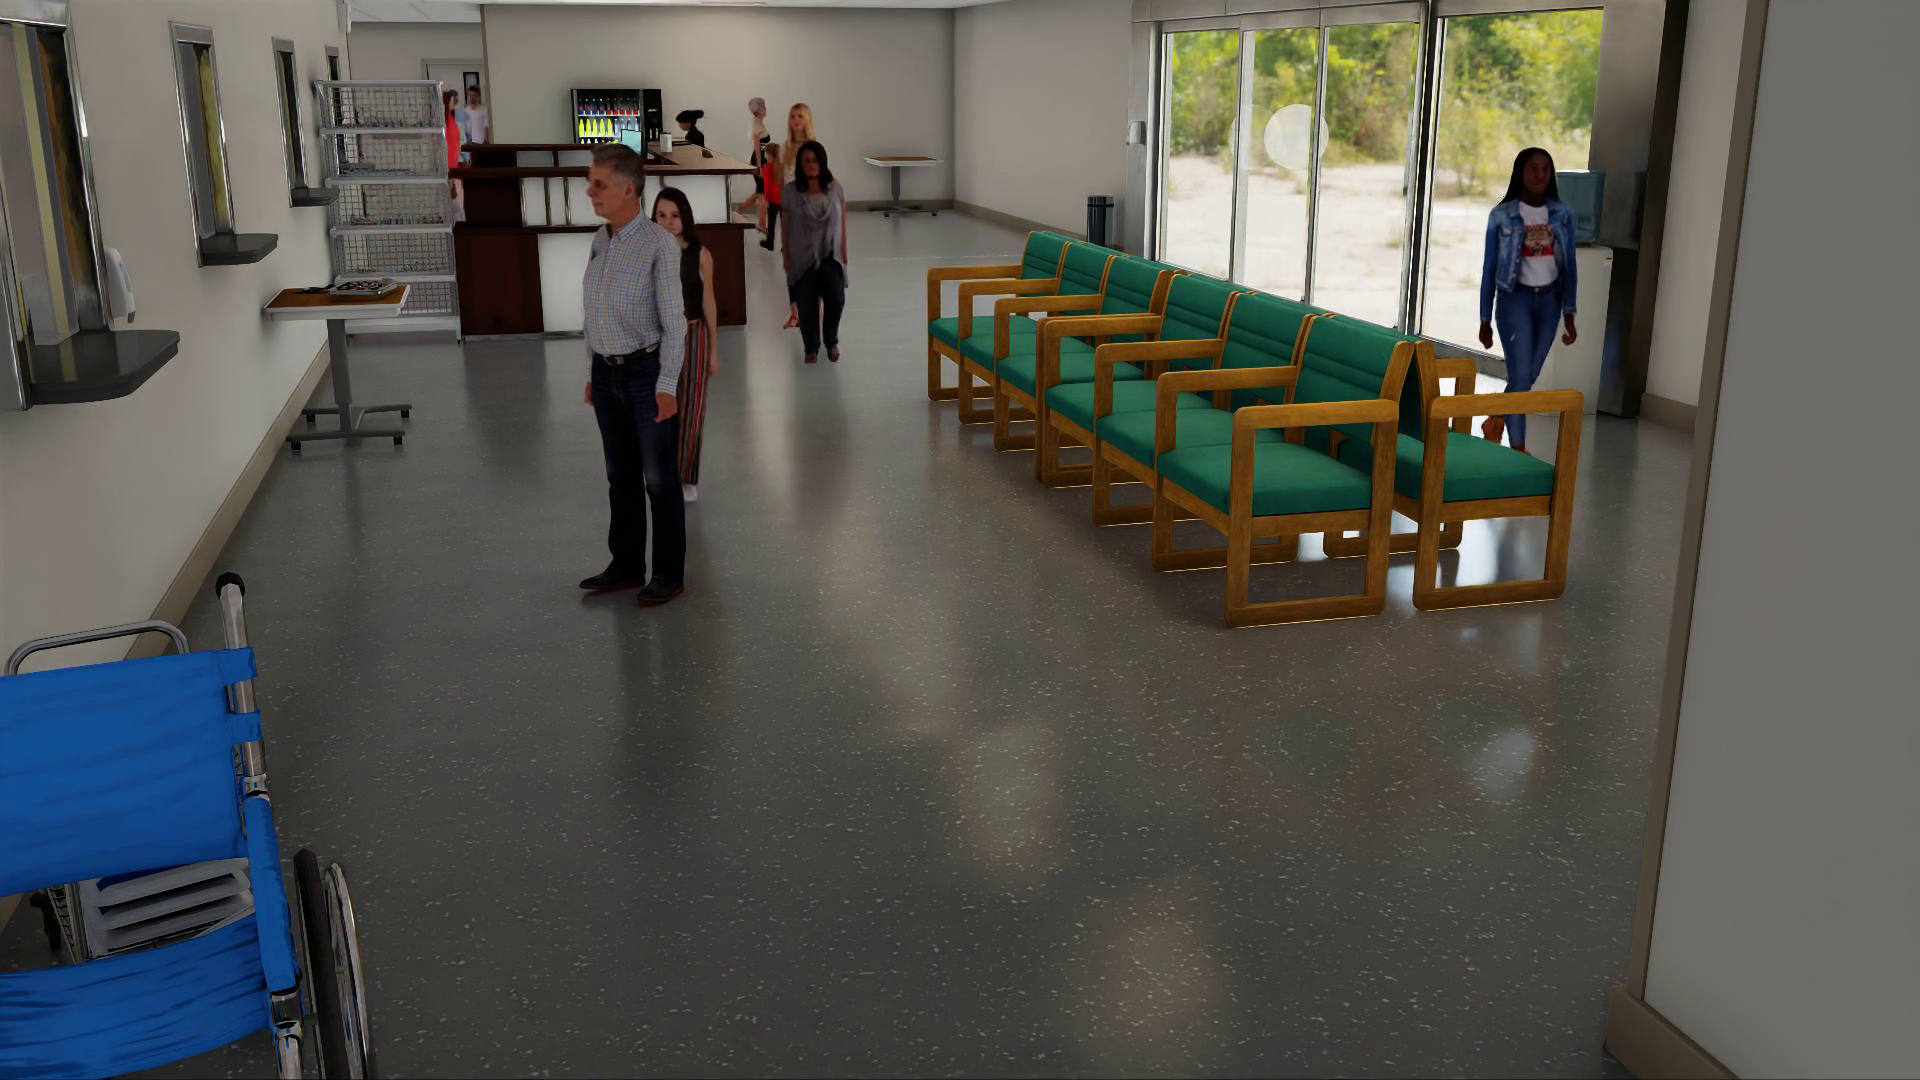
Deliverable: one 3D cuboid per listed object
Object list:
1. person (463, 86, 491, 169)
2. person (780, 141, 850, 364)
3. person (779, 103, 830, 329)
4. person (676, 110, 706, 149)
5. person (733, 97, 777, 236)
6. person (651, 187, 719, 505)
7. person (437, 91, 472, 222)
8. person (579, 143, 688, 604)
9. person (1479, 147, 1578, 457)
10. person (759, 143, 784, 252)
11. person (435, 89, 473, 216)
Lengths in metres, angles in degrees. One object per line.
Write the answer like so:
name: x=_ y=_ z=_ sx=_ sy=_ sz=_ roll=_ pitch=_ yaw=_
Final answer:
person: x=-7.713 y=-6.354 z=26.858 sx=1.226 sy=1.800 sz=0.987 roll=2 pitch=16 yaw=7
person: x=-1.045 y=-2.084 z=12.096 sx=0.629 sy=1.592 sz=0.737 roll=-2 pitch=16 yaw=-6
person: x=-1.253 y=-2.655 z=13.782 sx=1.189 sy=1.776 sz=1.014 roll=2 pitch=16 yaw=9
person: x=-3.078 y=-4.304 z=19.941 sx=0.939 sy=1.607 sz=0.785 roll=3 pitch=16 yaw=11
person: x=-2.675 y=-4.804 z=21.463 sx=0.891 sy=1.744 sz=0.704 roll=-1 pitch=16 yaw=-4
person: x=-1.377 y=-0.960 z=8.195 sx=0.790 sy=1.545 sz=0.692 roll=-1 pitch=16 yaw=-3
person: x=-6.776 y=-4.919 z=21.758 sx=0.947 sy=1.805 sz=0.764 roll=1 pitch=16 yaw=2
person: x=-1.297 y=-0.660 z=6.632 sx=0.735 sy=1.816 sz=0.776 roll=11 pitch=19 yaw=33
person: x=2.902 y=-1.140 z=8.601 sx=1.189 sy=1.672 sz=0.830 roll=-1 pitch=16 yaw=-3
person: x=-2.097 y=-3.959 z=19.375 sx=0.898 sy=1.251 sz=0.794 roll=-12 pitch=19 yaw=-36
person: x=-7.304 y=-5.586 z=24.115 sx=0.756 sy=1.811 sz=0.768 roll=-5 pitch=17 yaw=-18
